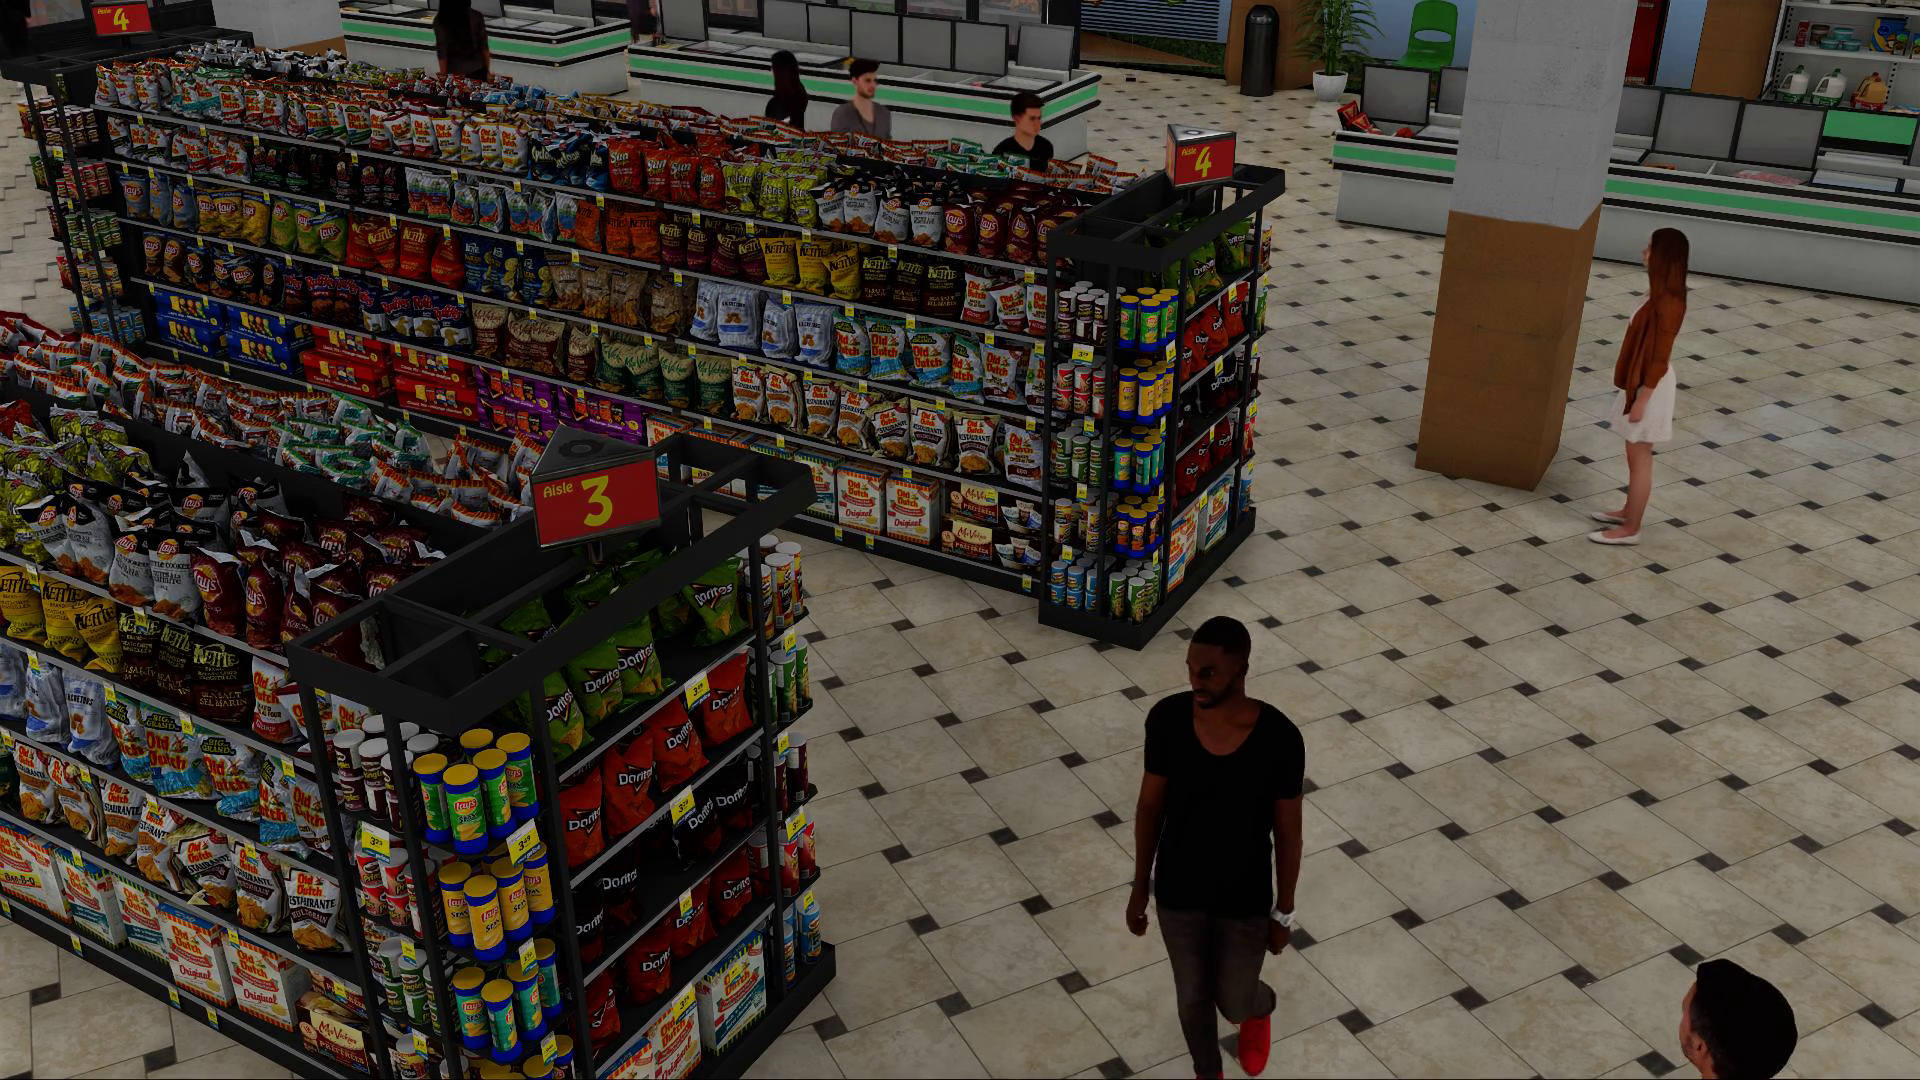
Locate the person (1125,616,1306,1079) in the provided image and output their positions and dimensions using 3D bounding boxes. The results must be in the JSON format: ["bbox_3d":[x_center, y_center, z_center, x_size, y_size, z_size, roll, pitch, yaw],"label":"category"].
[{"bbox_3d":[0.807,1.008,5.102,0.750,1.786,0.752,11,29,21],"label":"person"}]

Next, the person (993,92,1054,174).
[{"bbox_3d":[0.353,-2.073,11.103,0.807,1.852,0.836,-17,32,-30],"label":"person"}]

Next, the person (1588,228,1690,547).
[{"bbox_3d":[3.627,-0.802,8.741,0.615,1.722,0.649,9,28,18],"label":"person"}]

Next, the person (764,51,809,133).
[{"bbox_3d":[-1.301,-3.083,13.342,0.608,1.628,0.600,13,30,24],"label":"person"}]

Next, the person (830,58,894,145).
[{"bbox_3d":[-0.738,-2.455,11.811,0.892,1.894,1.004,-19,32,-32],"label":"person"}]

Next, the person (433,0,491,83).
[{"bbox_3d":[-4.612,-4.312,15.532,0.745,1.840,0.746,-17,31,-30],"label":"person"}]
